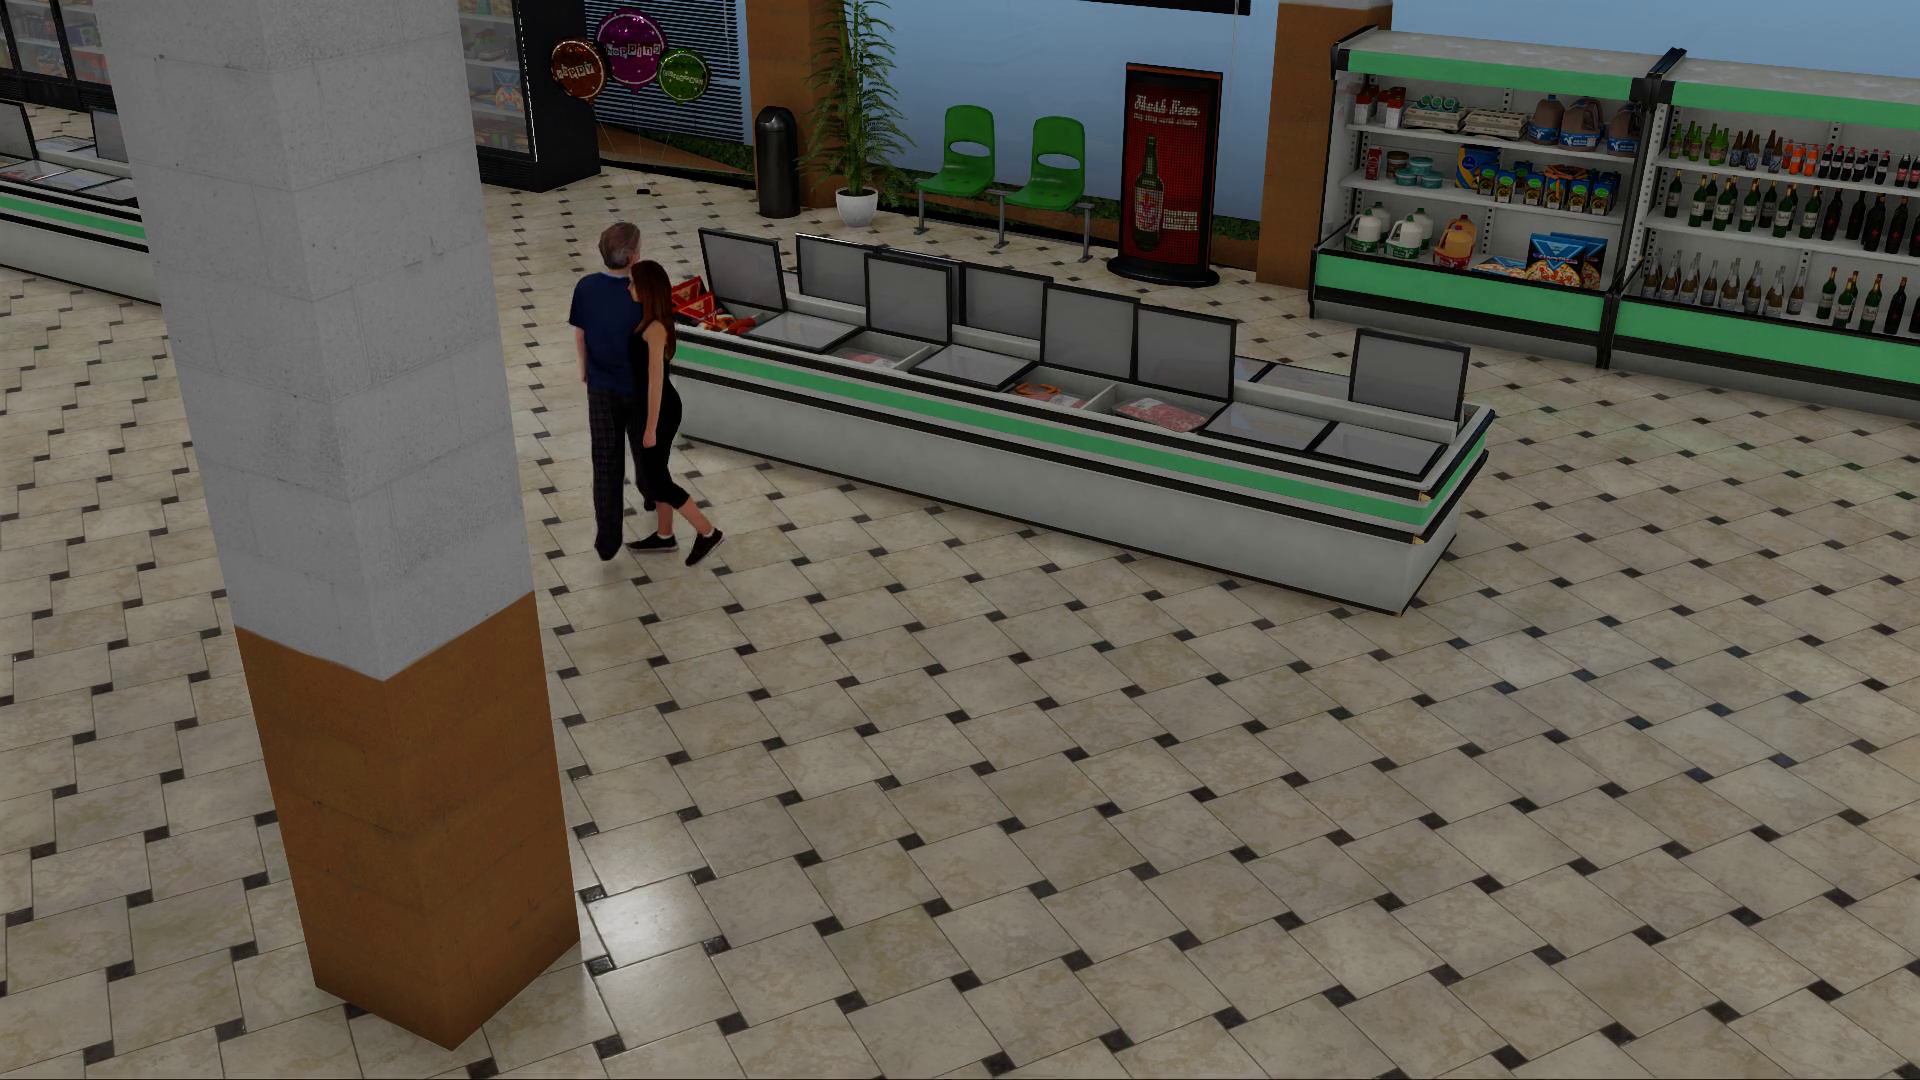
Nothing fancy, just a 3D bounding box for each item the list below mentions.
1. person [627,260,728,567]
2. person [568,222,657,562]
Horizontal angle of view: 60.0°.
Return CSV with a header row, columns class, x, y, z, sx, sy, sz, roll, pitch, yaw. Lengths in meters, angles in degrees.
class,x,y,z,sx,sy,sz,roll,pitch,yaw
person,-1.569,-0.673,8.987,0.893,1.719,0.818,-3,27,-7
person,-1.862,-0.754,9.050,1.285,1.807,1.166,0,27,-1
